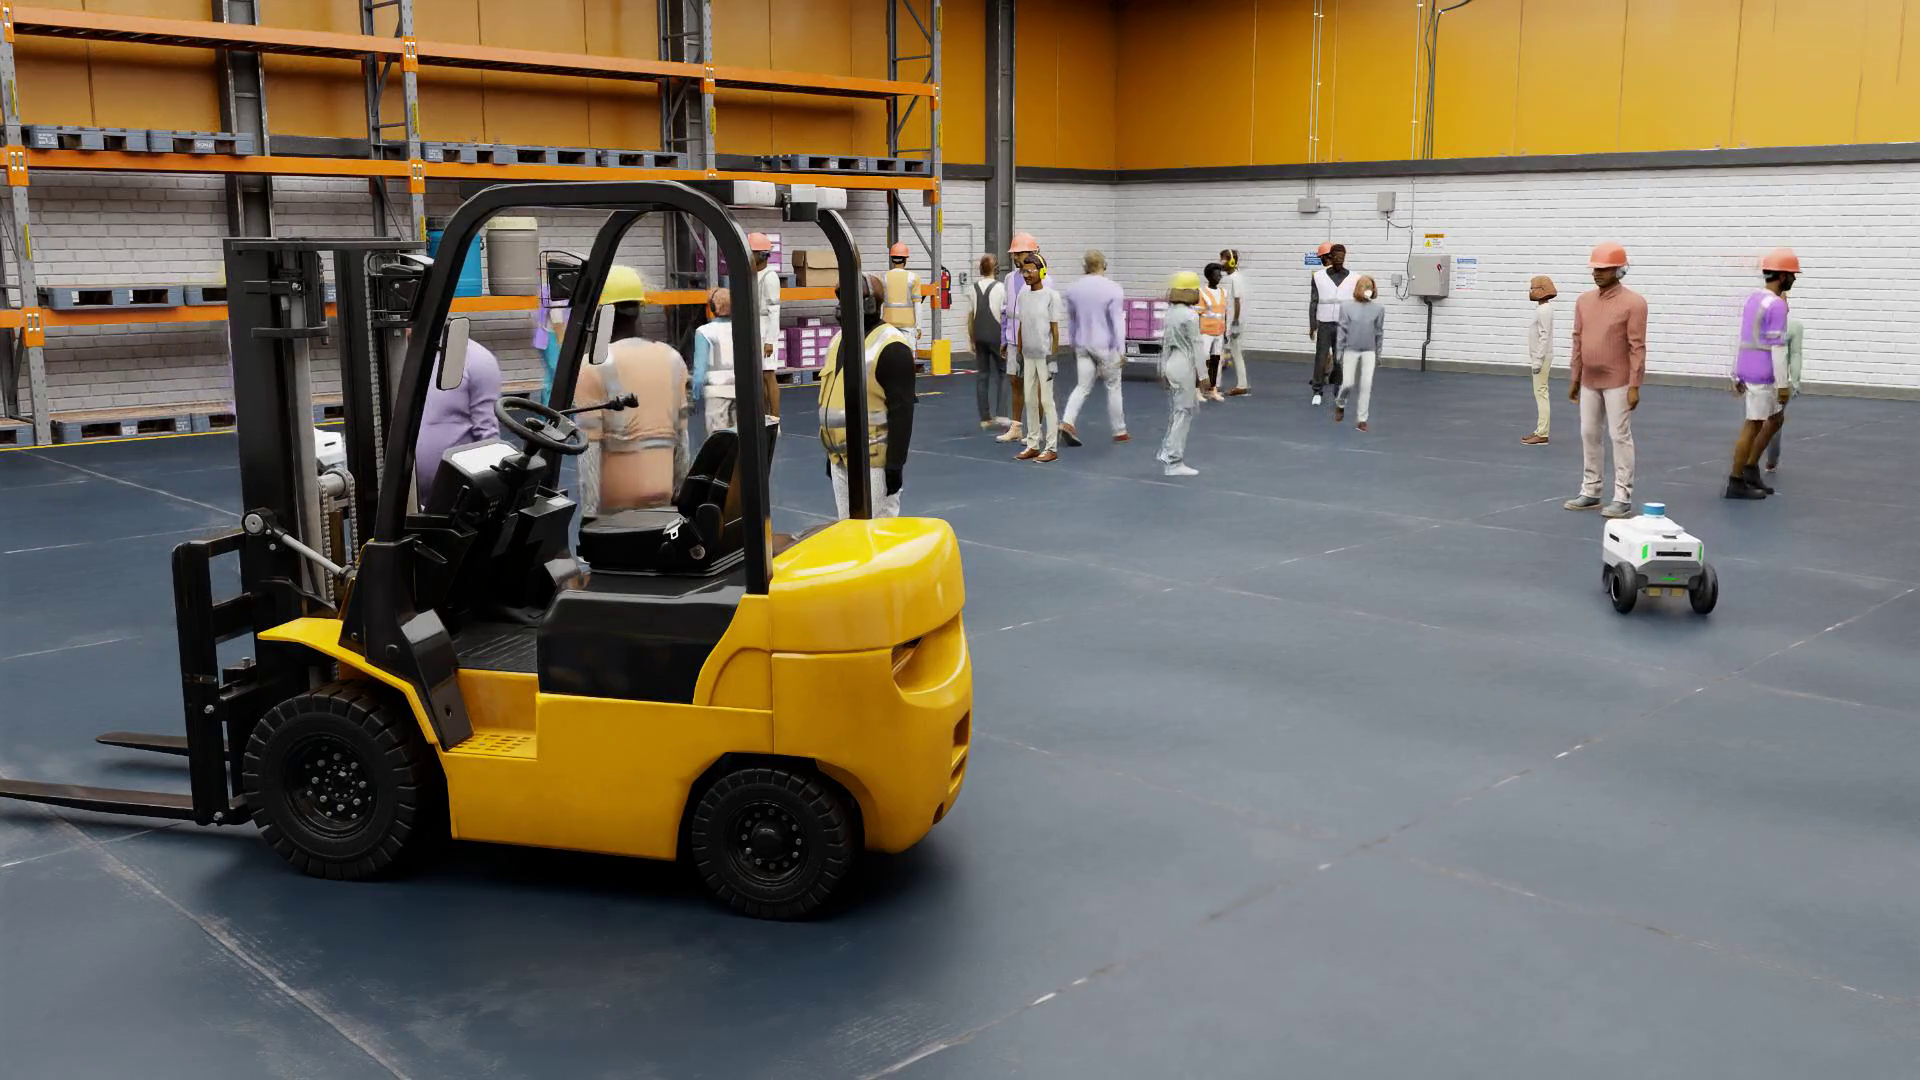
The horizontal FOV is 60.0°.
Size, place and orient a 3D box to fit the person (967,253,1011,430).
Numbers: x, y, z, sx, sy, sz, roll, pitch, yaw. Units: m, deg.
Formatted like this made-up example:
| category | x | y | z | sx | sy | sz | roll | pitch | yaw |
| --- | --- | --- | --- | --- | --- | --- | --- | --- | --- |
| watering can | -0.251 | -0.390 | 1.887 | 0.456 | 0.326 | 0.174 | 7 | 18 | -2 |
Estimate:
| category | x | y | z | sx | sy | sz | roll | pitch | yaw |
| --- | --- | --- | --- | --- | --- | --- | --- | --- | --- |
| person | 0.352 | -2.068 | 17.377 | 0.550 | 1.833 | 0.532 | 6 | 12 | 28 |

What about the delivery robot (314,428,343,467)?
| category | x | y | z | sx | sy | sz | roll | pitch | yaw |
| --- | --- | --- | --- | --- | --- | --- | --- | --- | --- |
| delivery robot | -5.255 | -0.727 | 13.307 | 0.477 | 0.478 | 0.707 | 2 | 10 | 8 |

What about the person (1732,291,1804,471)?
| category | x | y | z | sx | sy | sz | roll | pitch | yaw |
| --- | --- | --- | --- | --- | --- | --- | --- | --- | --- |
| person | 6.810 | -1.337 | 14.049 | 0.522 | 1.593 | 0.829 | 5 | 11 | 25 |

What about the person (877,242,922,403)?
| category | x | y | z | sx | sy | sz | roll | pitch | yaw |
| --- | --- | --- | --- | --- | --- | --- | --- | --- | --- |
| person | -0.732 | -2.610 | 20.059 | 0.551 | 1.935 | 0.375 | 1 | 10 | 4 |

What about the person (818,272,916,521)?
| category | x | y | z | sx | sy | sz | roll | pitch | yaw |
| --- | --- | --- | --- | --- | --- | --- | --- | --- | --- |
| person | -0.487 | -0.412 | 8.337 | 0.430 | 1.845 | 0.623 | -7 | 13 | -35 |

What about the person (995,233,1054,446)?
| category | x | y | z | sx | sy | sz | roll | pitch | yaw |
| --- | --- | --- | --- | --- | --- | --- | --- | --- | --- |
| person | 0.616 | -1.932 | 16.075 | 0.608 | 2.044 | 0.370 | 10 | 14 | 42 |

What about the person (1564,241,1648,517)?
| category | x | y | z | sx | sy | sz | roll | pitch | yaw |
| --- | --- | --- | --- | --- | --- | --- | --- | --- | --- |
| person | 4.657 | -1.154 | 12.027 | 0.442 | 1.981 | 0.626 | -5 | 12 | -26 |

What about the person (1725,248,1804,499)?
| category | x | y | z | sx | sy | sz | roll | pitch | yaw |
| --- | --- | --- | --- | --- | --- | --- | --- | --- | --- |
| person | 6.164 | -1.250 | 12.681 | 0.553 | 1.916 | 0.561 | 2 | 11 | 10 |

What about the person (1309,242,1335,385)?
| category | x | y | z | sx | sy | sz | roll | pitch | yaw |
| --- | --- | --- | --- | --- | --- | --- | --- | --- | --- |
| person | 4.967 | -3.057 | 22.523 | 0.543 | 1.928 | 0.372 | -9 | 14 | -41 |

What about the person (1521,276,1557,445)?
| category | x | y | z | sx | sy | sz | roll | pitch | yaw |
| --- | --- | --- | --- | --- | --- | --- | --- | --- | --- |
| person | 5.626 | -1.741 | 16.149 | 0.268 | 1.632 | 0.507 | 4 | 11 | 20 |

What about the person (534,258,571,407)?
| category | x | y | z | sx | sy | sz | roll | pitch | yaw |
| --- | --- | --- | --- | --- | --- | --- | --- | --- | --- |
| person | -3.929 | -1.821 | 16.139 | 0.394 | 1.806 | 0.696 | -3 | 11 | -17 |

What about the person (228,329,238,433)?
| category | x | y | z | sx | sy | sz | roll | pitch | yaw |
| --- | --- | --- | --- | --- | --- | --- | --- | --- | --- |
| person | -3.765 | -0.605 | 9.175 | 0.649 | 1.914 | 0.471 | 9 | 14 | 41 |

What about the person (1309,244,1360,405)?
| category | x | y | z | sx | sy | sz | roll | pitch | yaw |
| --- | --- | --- | --- | --- | --- | --- | --- | --- | --- |
| person | 4.475 | -2.577 | 19.934 | 0.596 | 1.915 | 0.373 | 1 | 10 | 4 |

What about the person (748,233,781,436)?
| category | x | y | z | sx | sy | sz | roll | pitch | yaw |
| --- | --- | --- | --- | --- | --- | --- | --- | --- | --- |
| person | -2.012 | -2.057 | 16.754 | 0.378 | 2.044 | 0.607 | -5 | 12 | -27 |

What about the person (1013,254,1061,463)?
| category | x | y | z | sx | sy | sz | roll | pitch | yaw |
| --- | --- | --- | --- | --- | --- | --- | --- | --- | --- |
| person | 0.691 | -1.621 | 14.897 | 0.501 | 1.861 | 0.327 | 10 | 14 | 43 |

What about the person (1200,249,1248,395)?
| category | x | y | z | sx | sy | sz | roll | pitch | yaw |
| --- | --- | --- | --- | --- | --- | --- | --- | --- | --- |
| person | 3.316 | -2.729 | 20.977 | 0.770 | 1.837 | 0.542 | 1 | 10 | 7 |

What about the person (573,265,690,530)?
| category | x | y | z | sx | sy | sz | roll | pitch | yaw |
| --- | --- | --- | --- | --- | --- | --- | --- | --- | --- |
| person | -1.356 | -0.213 | 7.099 | 0.636 | 1.907 | 0.589 | 8 | 13 | 38 |

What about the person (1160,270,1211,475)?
| category | x | y | z | sx | sy | sz | roll | pitch | yaw |
| --- | --- | --- | --- | --- | --- | --- | --- | --- | --- |
| person | 1.911 | -1.396 | 14.022 | 0.381 | 1.728 | 0.485 | -3 | 11 | -14 |

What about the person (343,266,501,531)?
| category | x | y | z | sx | sy | sz | roll | pitch | yaw |
| --- | --- | --- | --- | --- | --- | --- | --- | --- | --- |
| person | -2.194 | -0.158 | 6.797 | 0.641 | 1.900 | 0.403 | 0 | 10 | 0 |

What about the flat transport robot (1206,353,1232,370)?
| category | x | y | z | sx | sy | sz | roll | pitch | yaw |
| --- | --- | --- | --- | --- | --- | --- | --- | --- | --- |
| flat transport robot | 3.639 | -2.683 | 25.005 | 0.652 | 0.197 | 1.431 | 4 | 11 | 20 |

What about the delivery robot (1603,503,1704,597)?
| category | x | y | z | sx | sy | sz | roll | pitch | yaw |
| --- | --- | --- | --- | --- | --- | --- | --- | --- | --- |
| delivery robot | 3.796 | 0.040 | 9.123 | 0.477 | 0.478 | 0.707 | 1 | 10 | 4 |

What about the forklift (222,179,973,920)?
| category | x | y | z | sx | sy | sz | roll | pitch | yaw |
| --- | --- | --- | --- | --- | --- | --- | --- | --- | --- |
| forklift | -1.114 | -0.058 | 5.440 | 2.313 | 2.155 | 1.214 | 2 | 11 | 13 |

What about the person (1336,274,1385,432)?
| category | x | y | z | sx | sy | sz | roll | pitch | yaw |
| --- | --- | --- | --- | --- | --- | --- | --- | --- | --- |
| person | 4.149 | -1.953 | 17.313 | 0.504 | 1.618 | 0.497 | -1 | 10 | -3 |

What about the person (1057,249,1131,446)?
| category | x | y | z | sx | sy | sz | roll | pitch | yaw |
| --- | --- | --- | --- | --- | --- | --- | --- | --- | --- |
| person | 1.291 | -1.847 | 16.032 | 0.692 | 1.898 | 0.850 | 7 | 13 | 34 |

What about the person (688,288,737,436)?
| category | x | y | z | sx | sy | sz | roll | pitch | yaw |
| --- | --- | --- | --- | --- | --- | --- | --- | --- | --- |
| person | -1.798 | -1.065 | 12.504 | 0.565 | 1.631 | 0.421 | -9 | 14 | -42 |

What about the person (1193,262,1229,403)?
| category | x | y | z | sx | sy | sz | roll | pitch | yaw |
| --- | --- | --- | --- | --- | --- | --- | --- | --- | --- |
| person | 3.040 | -2.509 | 20.163 | 0.539 | 1.695 | 0.317 | -6 | 12 | -31 |
